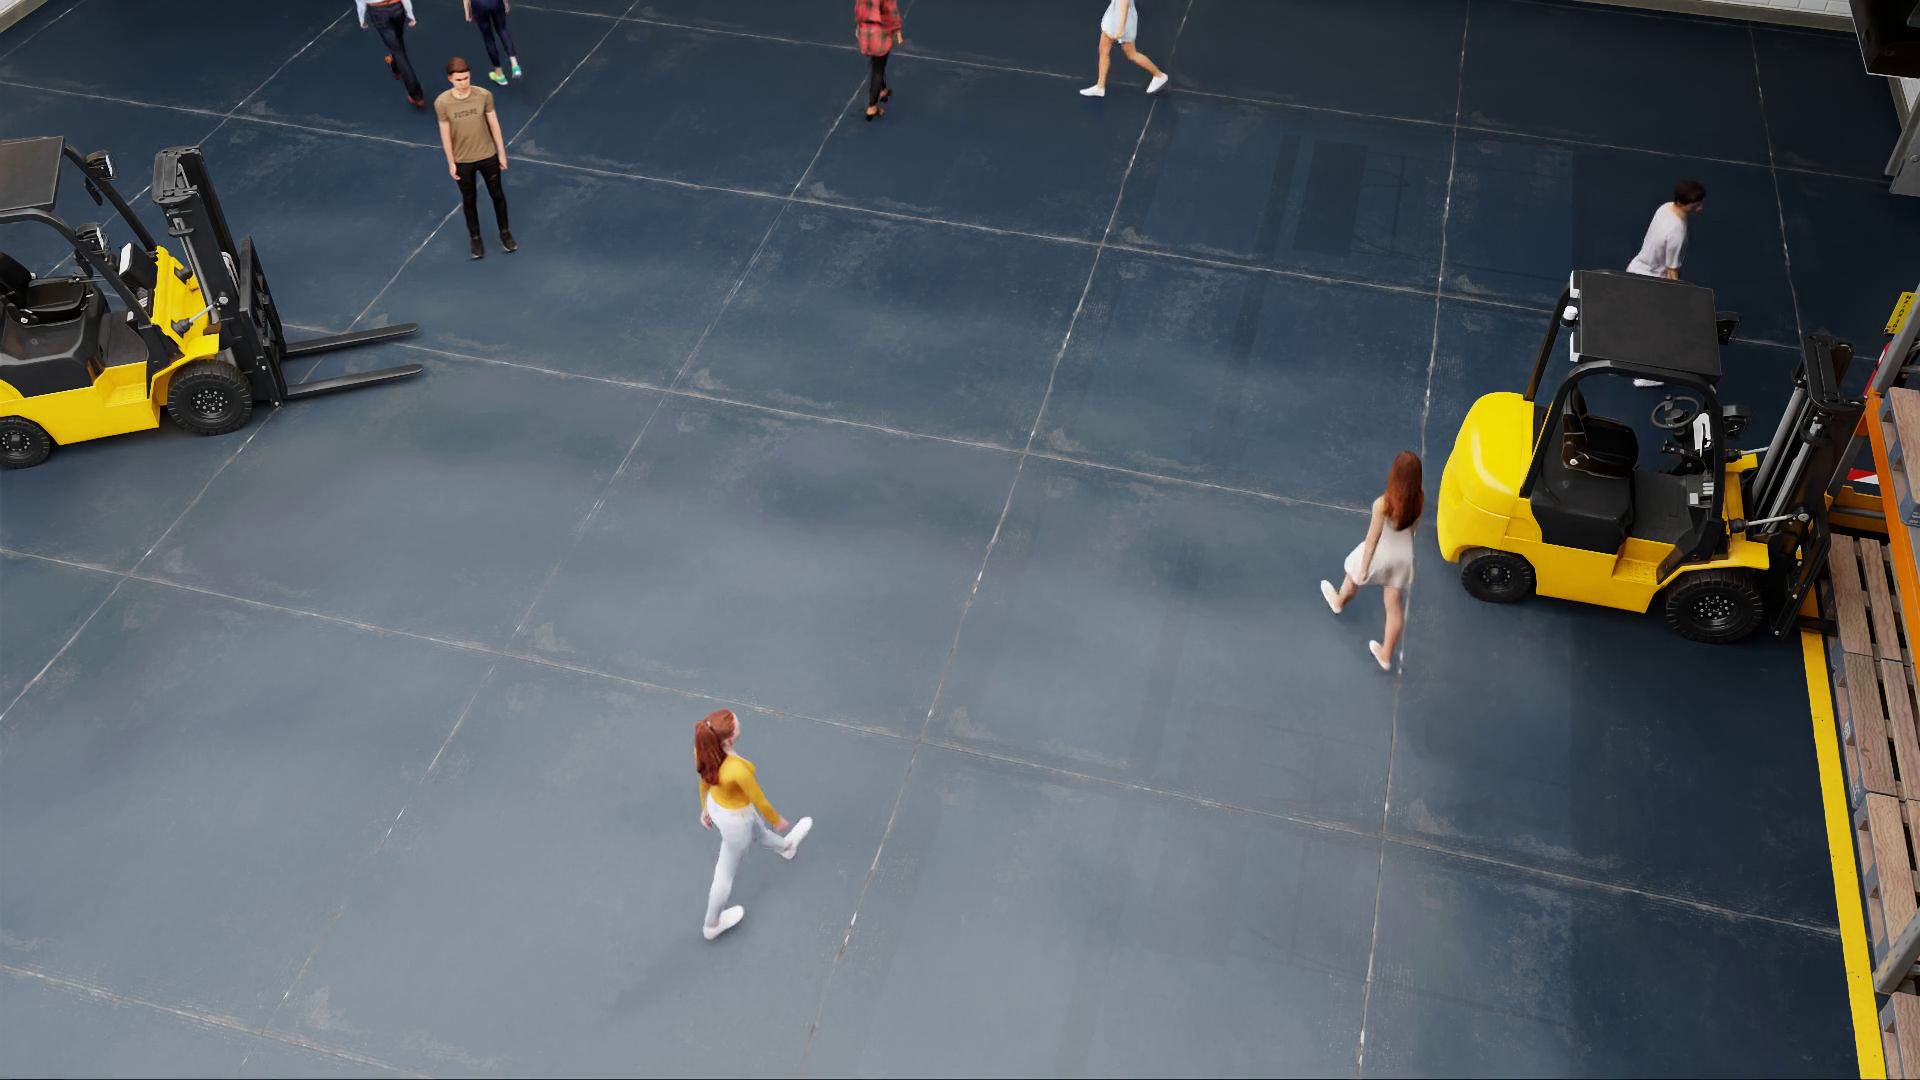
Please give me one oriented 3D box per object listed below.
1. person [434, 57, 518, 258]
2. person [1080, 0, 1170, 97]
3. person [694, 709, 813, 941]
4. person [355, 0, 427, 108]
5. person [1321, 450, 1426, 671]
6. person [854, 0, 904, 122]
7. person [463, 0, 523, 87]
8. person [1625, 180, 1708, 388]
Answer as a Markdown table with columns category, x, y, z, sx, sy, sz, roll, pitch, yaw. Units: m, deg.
| category | x | y | z | sx | sy | sz | roll | pitch | yaw |
| --- | --- | --- | --- | --- | --- | --- | --- | --- | --- |
| person | -4.217 | -3.346 | 14.460 | 0.739 | 1.847 | 0.769 | -16 | 46 | -16 |
| person | 1.701 | -5.152 | 16.463 | 0.880 | 1.700 | 1.119 | -2 | 44 | -2 |
| person | -1.339 | 1.637 | 9.336 | 0.971 | 1.701 | 1.225 | 34 | 53 | 30 |
| person | -5.600 | -5.115 | 16.399 | 1.251 | 1.736 | 1.244 | -27 | 50 | -25 |
| person | 2.834 | 0.179 | 10.883 | 0.904 | 1.679 | 1.108 | -11 | 45 | -11 |
| person | -0.866 | -4.879 | 16.187 | 0.779 | 1.686 | 0.892 | 26 | 49 | 24 |
| person | -4.688 | -5.306 | 16.630 | 0.817 | 1.693 | 0.866 | -27 | 50 | -26 |
| person | 5.459 | -2.040 | 13.081 | 0.819 | 1.860 | 0.792 | -4 | 44 | -4 |
